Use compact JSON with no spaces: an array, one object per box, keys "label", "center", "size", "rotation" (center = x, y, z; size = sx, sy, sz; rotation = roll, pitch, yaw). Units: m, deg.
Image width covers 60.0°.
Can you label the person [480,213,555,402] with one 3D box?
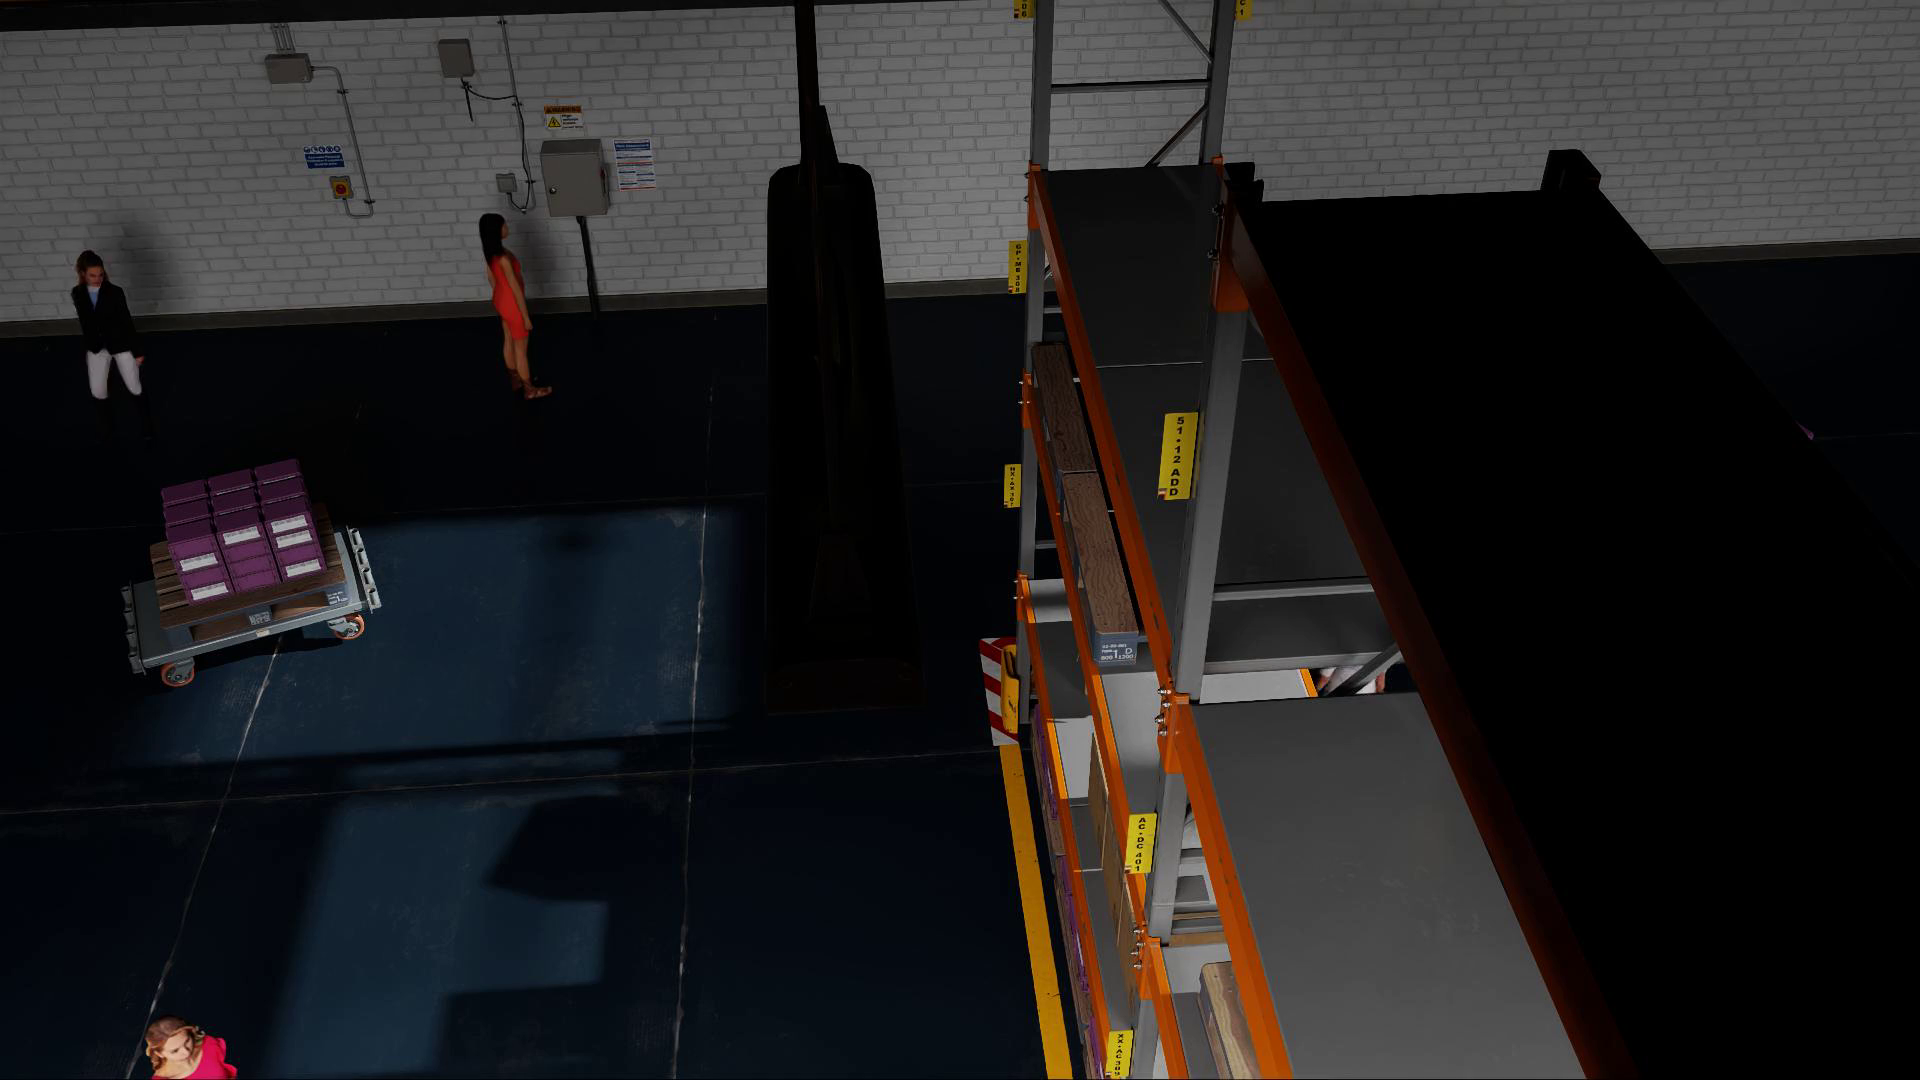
[{"label":"person","center":[-3.765,-1.954,13.919],"size":[0.729,1.719,0.642],"rotation":[-29,47,-31]}]

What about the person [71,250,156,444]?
[{"label":"person","center":[-6.833,-1.540,13.405],"size":[0.763,1.714,0.570],"rotation":[6,39,7]}]

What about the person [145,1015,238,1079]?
[{"label":"person","center":[-3.563,2.819,7.935],"size":[0.720,1.729,0.628],"rotation":[17,42,20]}]
